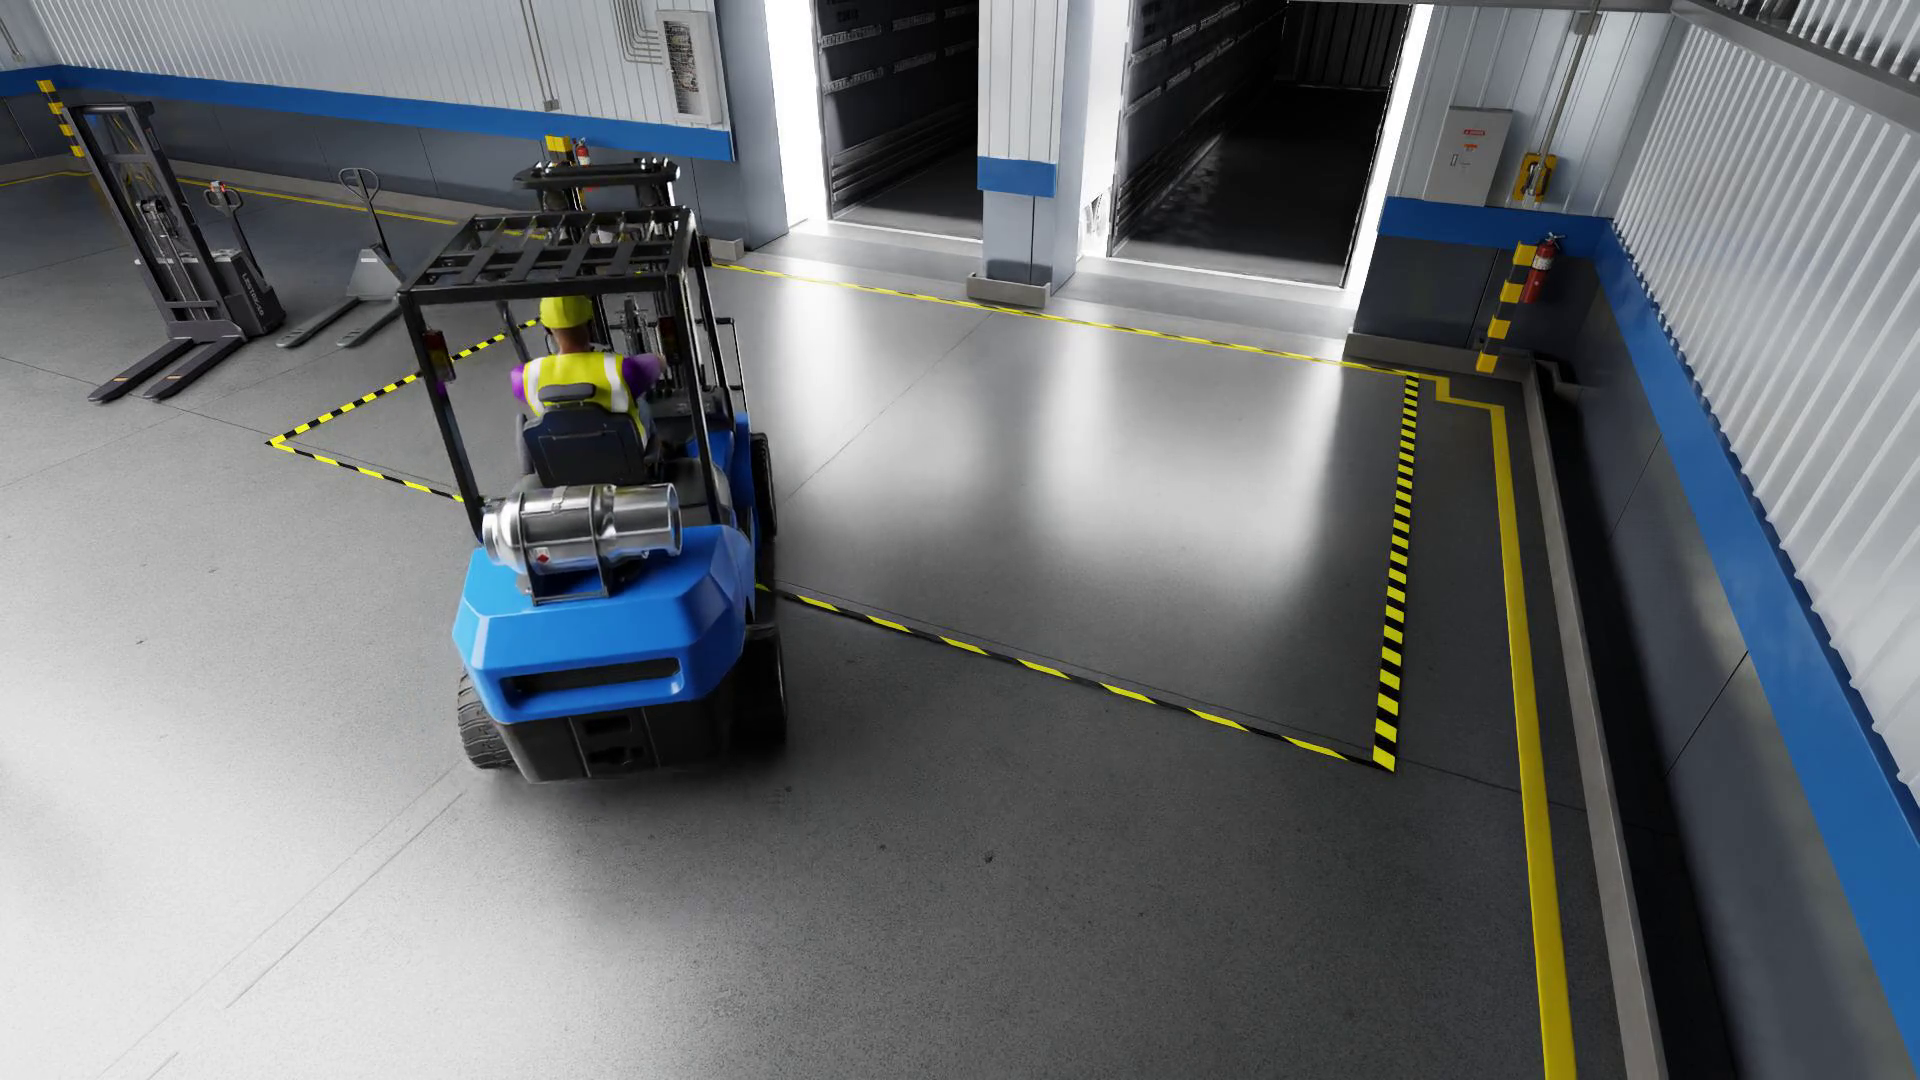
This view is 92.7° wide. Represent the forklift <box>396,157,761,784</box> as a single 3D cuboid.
[{"bbox_3d":[-1.668,-0.508,4.436,1.157,2.036,2.680,-6,35,-8],"label":"forklift"}]

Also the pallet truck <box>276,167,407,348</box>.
[{"bbox_3d":[-5.732,-2.611,8.414,0.680,1.201,1.601,-1,35,-1],"label":"pallet truck"}]

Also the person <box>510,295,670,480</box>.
[{"bbox_3d":[-1.671,-0.695,4.377,0.635,1.294,1.004,-6,35,-8],"label":"person"}]

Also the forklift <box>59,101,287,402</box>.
[{"bbox_3d":[-6.686,-2.387,7.434,0.823,1.965,1.885,-3,35,-5],"label":"forklift"}]
